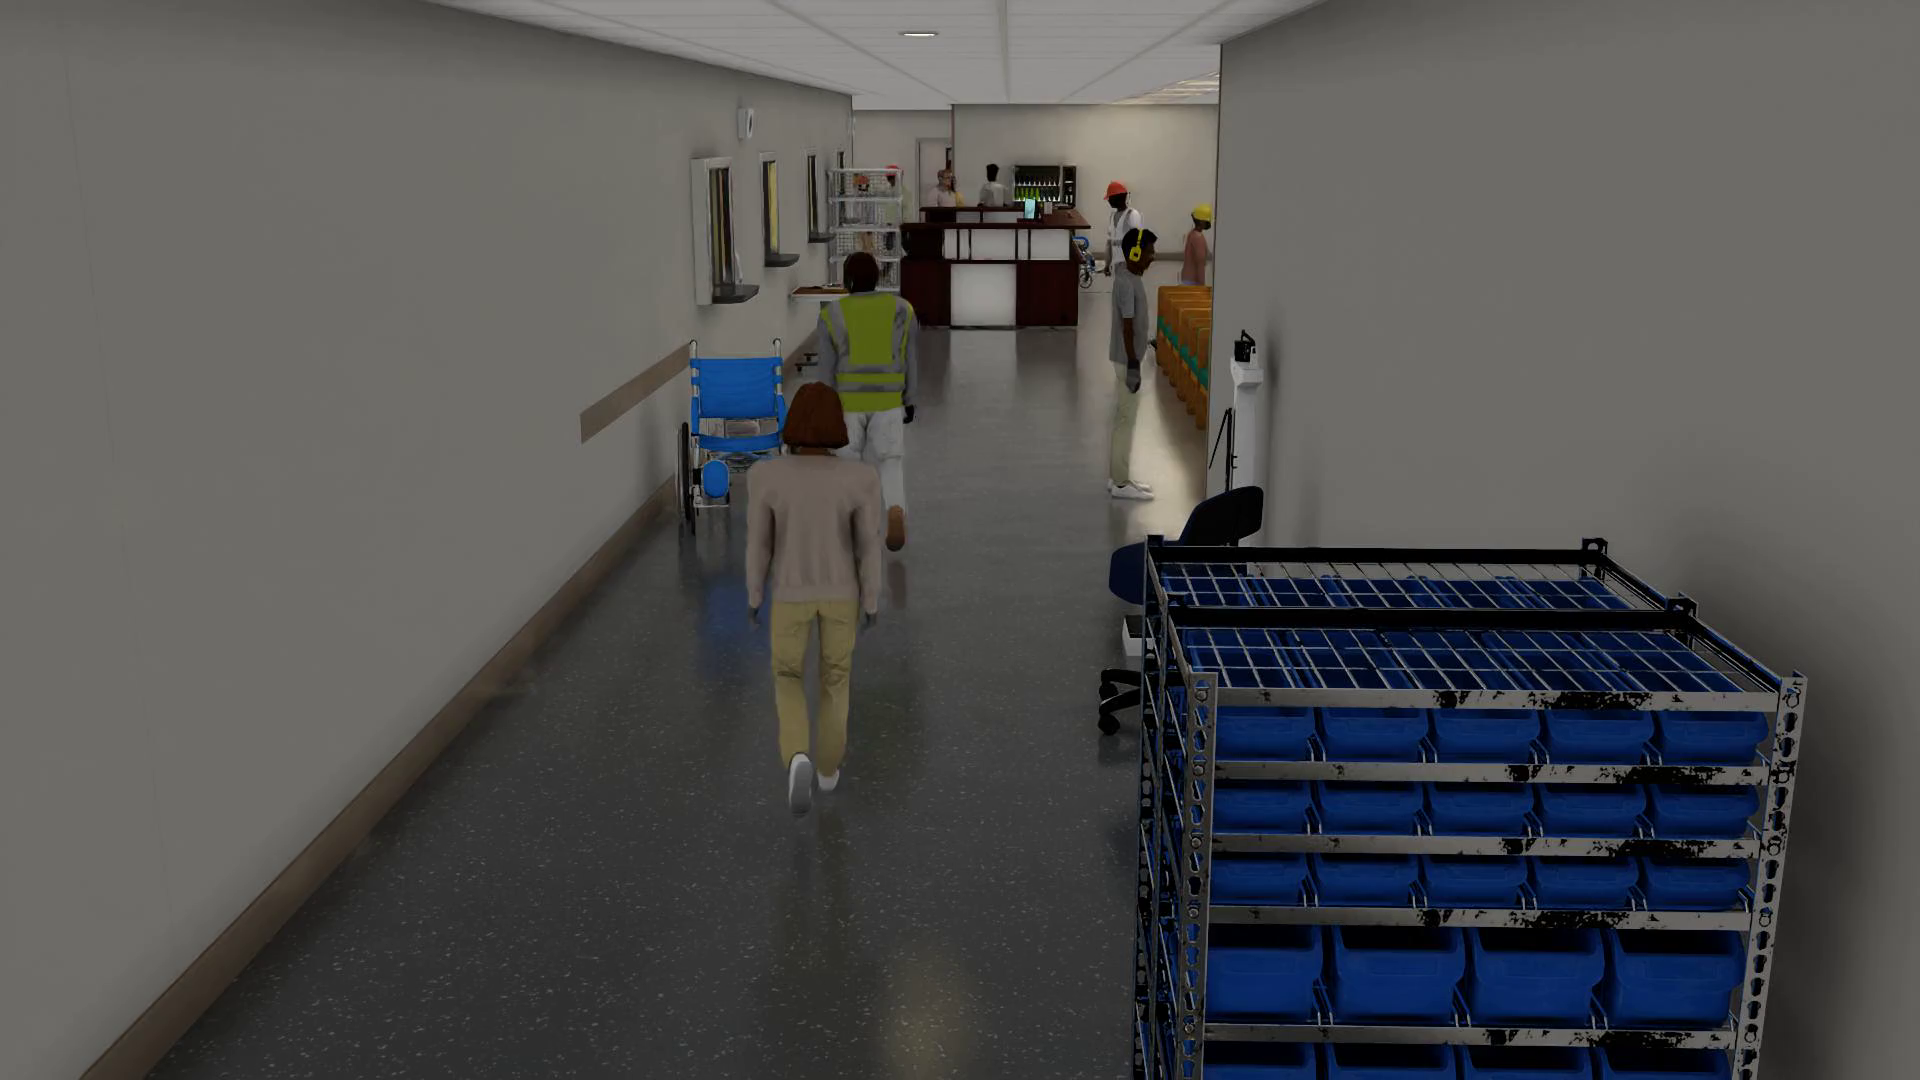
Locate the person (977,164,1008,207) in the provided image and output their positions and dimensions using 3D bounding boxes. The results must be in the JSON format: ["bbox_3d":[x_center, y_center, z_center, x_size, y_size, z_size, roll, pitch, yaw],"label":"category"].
[{"bbox_3d":[0.598,-5.996,30.819,0.604,1.921,1.003,-13,19,-43],"label":"person"}]

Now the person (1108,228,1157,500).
[{"bbox_3d":[1.197,-1.220,11.546,0.328,1.865,0.519,1,14,2],"label":"person"}]

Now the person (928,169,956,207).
[{"bbox_3d":[-0.244,-4.997,26.781,0.406,1.911,0.636,8,16,29],"label":"person"}]

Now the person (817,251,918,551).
[{"bbox_3d":[-0.551,-0.830,10.062,0.629,1.815,0.764,-3,14,-11],"label":"person"}]

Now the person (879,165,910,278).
[{"bbox_3d":[-1.050,-5.539,28.949,0.626,1.945,1.034,12,18,40],"label":"person"}]

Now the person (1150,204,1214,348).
[{"bbox_3d":[2.592,-2.954,18.895,0.866,1.720,0.550,-1,14,-6],"label":"person"}]

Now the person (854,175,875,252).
[{"bbox_3d":[-1.694,-5.570,29.435,0.339,1.747,0.563,-6,15,-22],"label":"person"}]

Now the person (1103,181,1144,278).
[{"bbox_3d":[1.945,-3.392,20.270,0.653,1.906,0.579,-8,16,-29],"label":"person"}]

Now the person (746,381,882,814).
[{"bbox_3d":[-0.541,0.225,6.172,0.513,1.616,0.586,-1,14,-4],"label":"person"}]
